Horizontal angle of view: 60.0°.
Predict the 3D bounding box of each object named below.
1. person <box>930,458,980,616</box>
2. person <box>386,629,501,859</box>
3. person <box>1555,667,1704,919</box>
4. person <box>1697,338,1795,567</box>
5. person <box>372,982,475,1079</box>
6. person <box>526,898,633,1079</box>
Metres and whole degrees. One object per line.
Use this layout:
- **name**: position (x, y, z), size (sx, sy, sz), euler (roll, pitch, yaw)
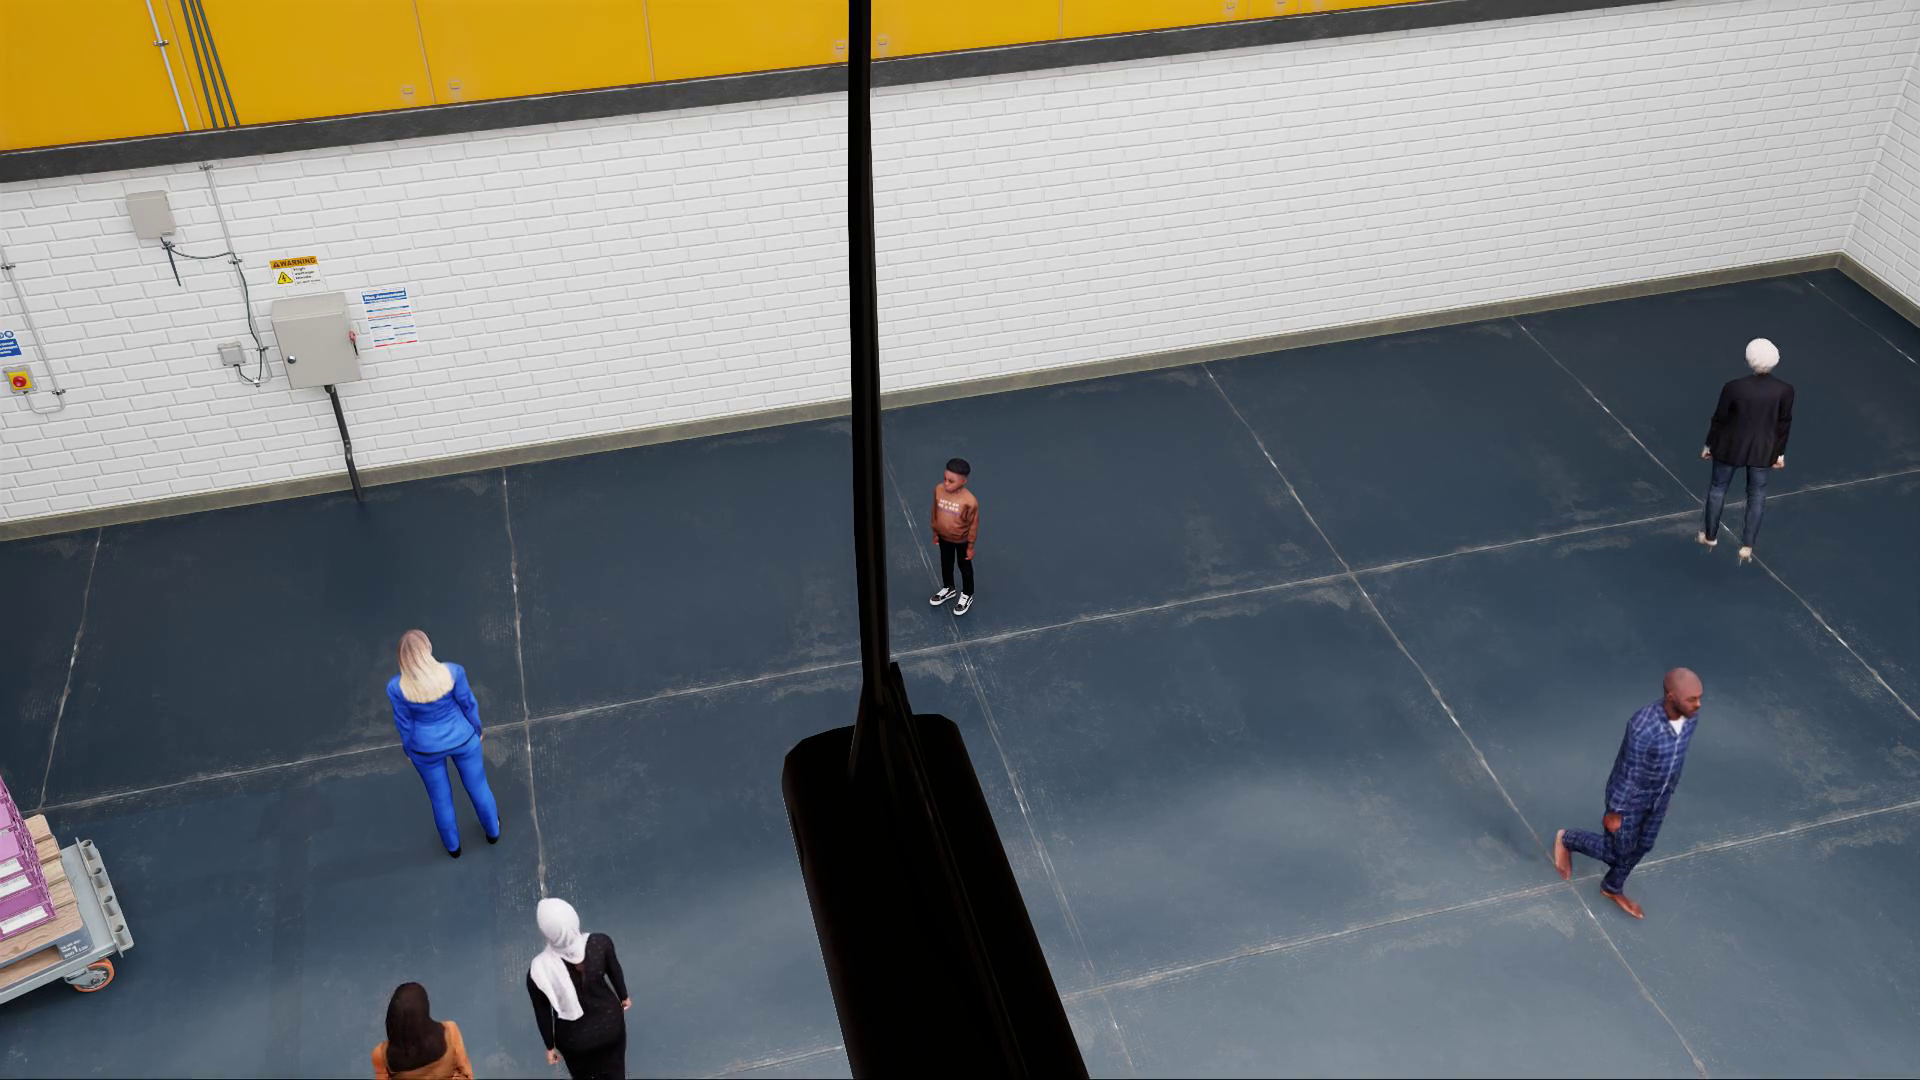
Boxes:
- **person**: position (-0.025, -0.044, 11.588), size (0.577, 1.254, 0.648), euler (22, 44, 25)
- **person**: position (-3.003, 1.190, 9.686), size (0.637, 1.700, 0.574), euler (-14, 41, -17)
- **person**: position (3.762, 1.376, 9.370), size (0.781, 1.802, 0.918), euler (-20, 43, -23)
- **person**: position (5.434, -0.609, 11.392), size (0.891, 1.774, 0.833), euler (18, 42, 21)
- **person**: position (-2.442, 2.712, 7.814), size (0.757, 1.657, 1.030), euler (-24, 44, -27)
- **person**: position (-1.765, 2.459, 8.062), size (0.720, 1.744, 0.902), euler (-17, 42, -20)
